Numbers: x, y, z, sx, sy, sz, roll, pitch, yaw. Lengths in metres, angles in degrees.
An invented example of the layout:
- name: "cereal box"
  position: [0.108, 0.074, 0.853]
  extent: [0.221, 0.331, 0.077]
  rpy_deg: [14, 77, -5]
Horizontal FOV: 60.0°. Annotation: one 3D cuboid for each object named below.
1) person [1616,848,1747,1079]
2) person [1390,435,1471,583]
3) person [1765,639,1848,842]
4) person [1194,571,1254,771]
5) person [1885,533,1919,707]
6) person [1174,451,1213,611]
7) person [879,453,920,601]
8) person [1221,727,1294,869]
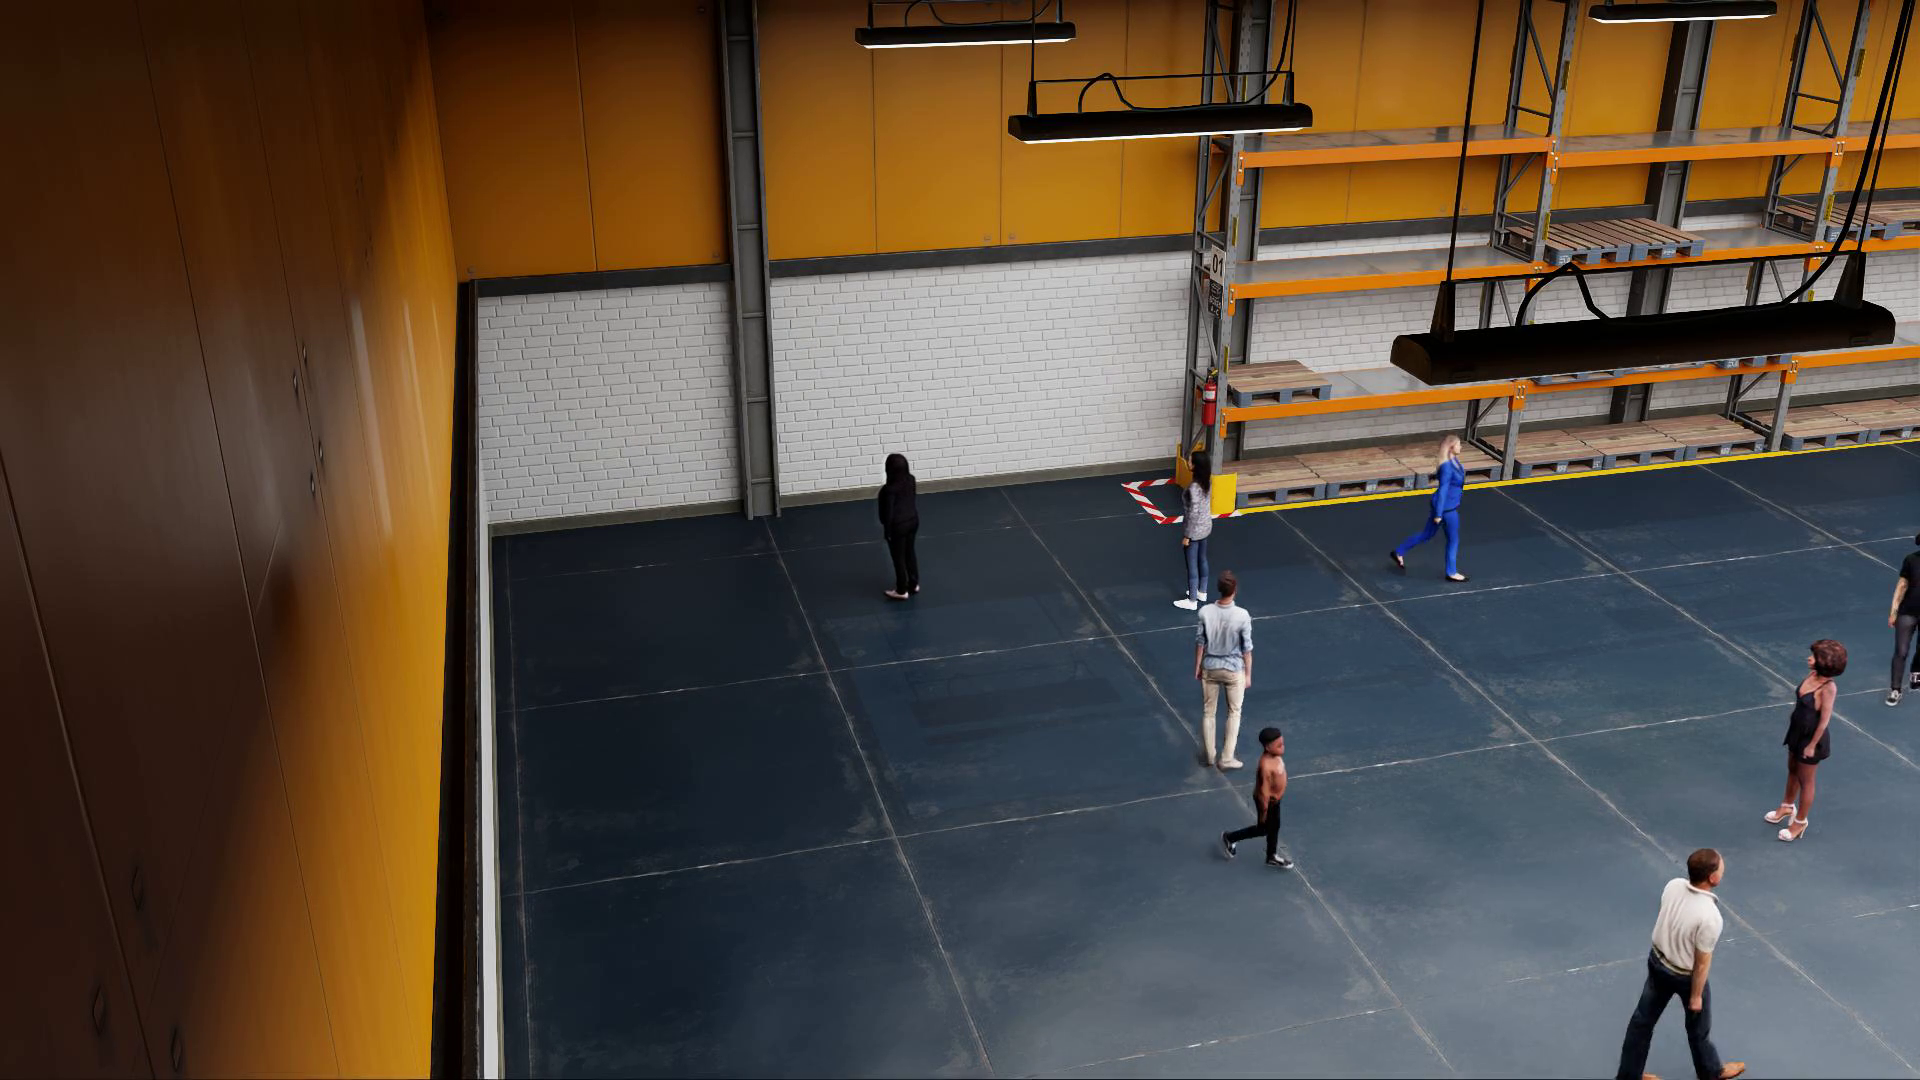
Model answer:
- name: "person"
  position: [4.513, 2.794, 10.684]
  extent: [1.069, 1.828, 0.711]
  rpy_deg: [-5, 24, -11]
- name: "person"
  position: [5.142, -0.344, 18.057]
  extent: [1.206, 1.672, 1.014]
  rpy_deg: [6, 24, 14]
- name: "person"
  position: [6.863, 1.603, 13.457]
  extent: [0.636, 1.789, 0.632]
  rpy_deg: [2, 24, 4]
- name: "person"
  position: [2.288, 1.133, 14.453]
  extent: [0.748, 1.851, 0.840]
  rpy_deg: [10, 25, 21]
- name: "person"
  position: [9.003, 0.665, 15.559]
  extent: [0.845, 1.823, 0.912]
  rpy_deg: [17, 29, 34]
- name: "person"
  position: [2.485, -0.120, 17.468]
  extent: [0.746, 1.733, 0.671]
  rpy_deg: [15, 28, 30]
- name: "person"
  position: [-0.622, -0.160, 17.710]
  extent: [0.823, 1.612, 0.759]
  rpy_deg: [14, 27, 29]
- name: "person"
  position: [2.375, 2.032, 13.159]
  extent: [0.894, 1.242, 0.796]
  rpy_deg: [10, 25, 21]
